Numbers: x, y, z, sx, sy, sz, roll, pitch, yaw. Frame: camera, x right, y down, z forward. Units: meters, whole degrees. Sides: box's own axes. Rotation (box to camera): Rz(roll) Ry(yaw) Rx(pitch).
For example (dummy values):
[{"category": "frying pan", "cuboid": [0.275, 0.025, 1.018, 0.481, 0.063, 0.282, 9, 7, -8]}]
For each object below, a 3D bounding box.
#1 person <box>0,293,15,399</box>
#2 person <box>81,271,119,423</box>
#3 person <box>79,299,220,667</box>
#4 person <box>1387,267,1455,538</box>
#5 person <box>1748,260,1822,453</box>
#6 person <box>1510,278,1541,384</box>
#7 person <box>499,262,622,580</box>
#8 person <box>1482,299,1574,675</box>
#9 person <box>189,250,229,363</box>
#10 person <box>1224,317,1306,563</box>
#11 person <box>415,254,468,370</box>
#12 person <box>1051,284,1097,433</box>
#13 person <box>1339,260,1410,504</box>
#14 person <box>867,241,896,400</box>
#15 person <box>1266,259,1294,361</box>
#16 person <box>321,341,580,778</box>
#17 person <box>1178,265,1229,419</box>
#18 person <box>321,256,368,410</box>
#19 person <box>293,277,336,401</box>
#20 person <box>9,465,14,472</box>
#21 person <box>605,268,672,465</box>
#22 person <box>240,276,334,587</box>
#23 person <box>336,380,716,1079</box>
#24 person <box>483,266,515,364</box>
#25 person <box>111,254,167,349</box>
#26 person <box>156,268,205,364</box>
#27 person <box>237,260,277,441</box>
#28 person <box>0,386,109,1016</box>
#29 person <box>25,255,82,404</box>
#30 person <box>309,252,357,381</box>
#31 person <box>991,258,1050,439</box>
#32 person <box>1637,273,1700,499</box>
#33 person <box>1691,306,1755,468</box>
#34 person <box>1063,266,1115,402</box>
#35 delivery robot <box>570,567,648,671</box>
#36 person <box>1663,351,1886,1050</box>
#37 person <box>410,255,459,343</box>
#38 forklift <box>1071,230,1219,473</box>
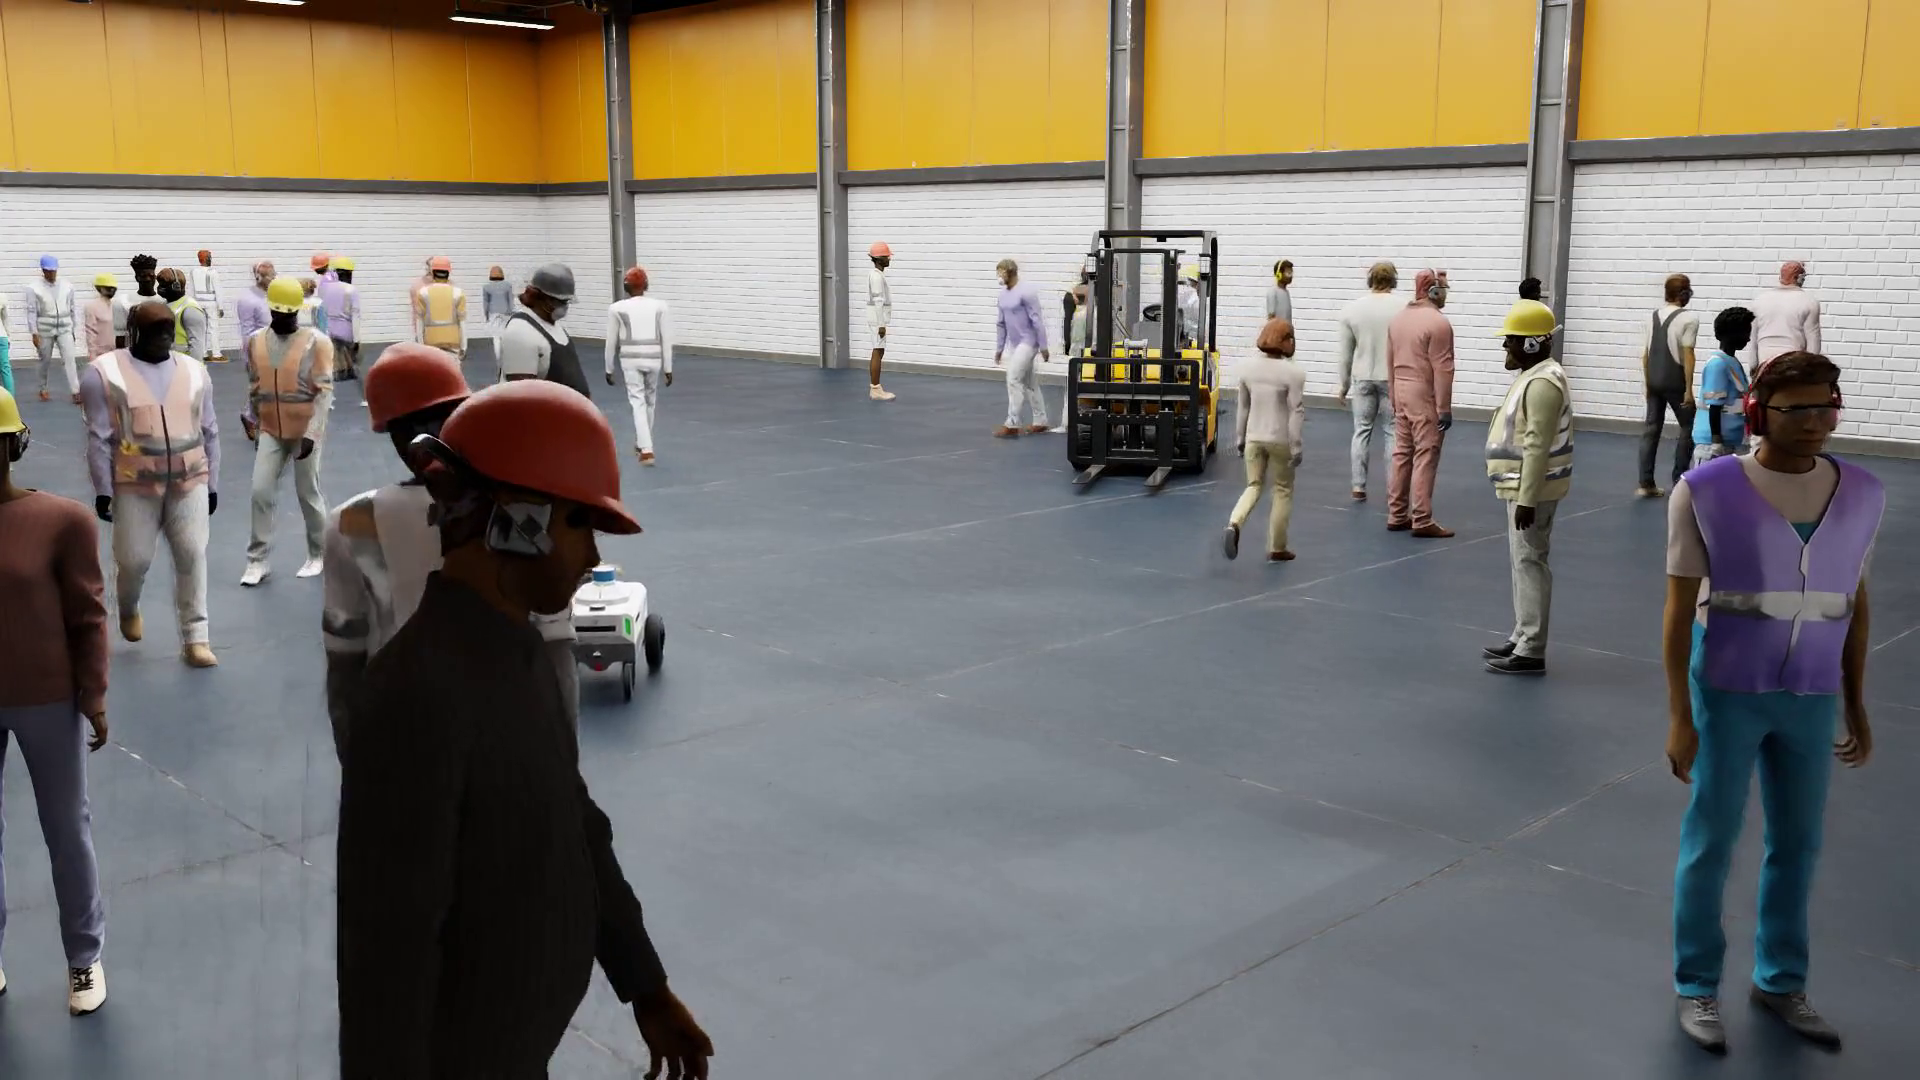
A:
[{"category": "person", "cuboid": [-11.758, -2.432, 20.155, 0.308, 1.769, 0.524, 5, 12, 26]}, {"category": "person", "cuboid": [-9.379, -2.069, 18.230, 0.645, 1.746, 0.532, 5, 12, 27]}, {"category": "person", "cuboid": [-4.012, -0.288, 8.297, 0.634, 1.823, 0.705, -9, 14, -40]}, {"category": "person", "cuboid": [3.308, -0.976, 11.834, 0.403, 1.906, 0.651, -3, 11, -18]}, {"category": "person", "cuboid": [7.599, -1.615, 15.323, 0.403, 1.904, 0.651, -8, 13, -36]}, {"category": "person", "cuboid": [5.951, -1.919, 17.565, 0.320, 1.694, 0.531, 4, 11, 20]}, {"category": "person", "cuboid": [-2.472, -0.726, 10.104, 0.915, 2.000, 0.728, 1, 10, 7]}, {"category": "person", "cuboid": [2.771, -0.256, 8.142, 0.403, 1.825, 0.591, 3, 11, 14]}, {"category": "person", "cuboid": [-12.615, -3.912, 27.901, 0.585, 1.882, 0.343, 3, 11, 16]}, {"category": "person", "cuboid": [1.969, -0.626, 10.711, 0.510, 1.611, 0.585, 9, 14, 41]}, {"category": "person", "cuboid": [-5.746, -2.200, 18.469, 0.567, 1.920, 0.518, -3, 11, -18]}, {"category": "person", "cuboid": [1.349, -1.938, 17.862, 0.668, 1.616, 0.528, 6, 12, 30]}, {"category": "person", "cuboid": [3.331, -1.247, 13.226, 0.632, 1.939, 0.364, 4, 11, 22]}, {"category": "person", "cuboid": [-1.029, -2.839, 21.605, 0.366, 2.048, 0.608, -1, 10, -6]}, {"category": "person", "cuboid": [3.682, -2.283, 19.182, 0.503, 1.897, 0.550, 7, 12, 33]}, {"category": "person", "cuboid": [-1.167, 0.492, 3.868, 0.562, 1.881, 0.886, -3, 11, -15]}, {"category": "person", "cuboid": [2.767, -2.221, 18.925, 0.871, 1.792, 0.605, -2, 11, -10]}, {"category": "person", "cuboid": [-7.595, -2.544, 20.459, 0.585, 1.886, 0.946, 3, 11, 17]}, {"category": "person", "cuboid": [-8.266, -2.515, 21.044, 0.524, 1.606, 0.829, 2, 11, 10]}, {"category": "person", "cuboid": [-8.835, -1.581, 14.977, 0.392, 1.971, 0.754, -7, 13, -35]}, {"category": "person", "cuboid": [-3.021, -1.631, 15.645, 0.597, 1.828, 1.000, -5, 11, -25]}, {"category": "person", "cuboid": [-4.107, -0.672, 10.238, 0.609, 1.892, 0.645, 1, 10, 8]}, {"category": "person", "cuboid": [-0.606, 0.746, 2.384, 0.907, 1.924, 0.634, -2, 11, -10]}, {"category": "person", "cuboid": [-7.672, -3.754, 27.729, 0.513, 1.614, 0.545, -1, 10, -8]}, {"category": "person", "cuboid": [-7.294, -1.587, 15.017, 0.609, 1.960, 0.369, -10, 14, -42]}, {"category": "person", "cuboid": [-7.028, -1.515, 14.952, 0.627, 1.844, 0.429, 8, 13, 37]}, {"category": "person", "cuboid": [-7.030, -1.880, 16.832, 0.787, 1.884, 0.650, 3, 11, 17]}, {"category": "person", "cuboid": [-2.576, 0.440, 4.494, 0.524, 1.770, 0.315, -3, 11, -14]}, {"category": "person", "cuboid": [-11.551, -2.672, 21.157, 1.038, 1.889, 0.616, 10, 14, 44]}, {"category": "person", "cuboid": [-9.172, -3.264, 24.371, 0.478, 1.885, 0.721, 0, 10, -1]}, {"category": "person", "cuboid": [0.588, -2.022, 17.576, 0.865, 1.885, 0.643, -5, 12, -26]}, {"category": "person", "cuboid": [5.809, -1.238, 13.484, 0.688, 1.820, 0.554, -5, 12, -27]}, {"category": "person", "cuboid": [4.782, -0.619, 10.465, 0.319, 1.694, 0.533, 6, 12, 31]}, {"category": "person", "cuboid": [1.530, -2.397, 19.883, 0.639, 1.803, 0.952, -6, 12, -29]}, {"category": "delivery robot", "cuboid": [-1.690, 0.372, 7.917, 0.477, 0.478, 0.707, -1, 10, -5]}, {"category": "person", "cuboid": [2.129, 0.420, 4.400, 0.604, 1.834, 0.422, -1, 10, -5]}, {"category": "person", "cuboid": [-6.666, -2.682, 21.190, 0.653, 1.893, 0.588, -8, 13, -37]}, {"category": "forklift", "cuboid": [1.804, -1.825, 15.677, 1.214, 2.155, 2.313, 2, 11, 13]}]
